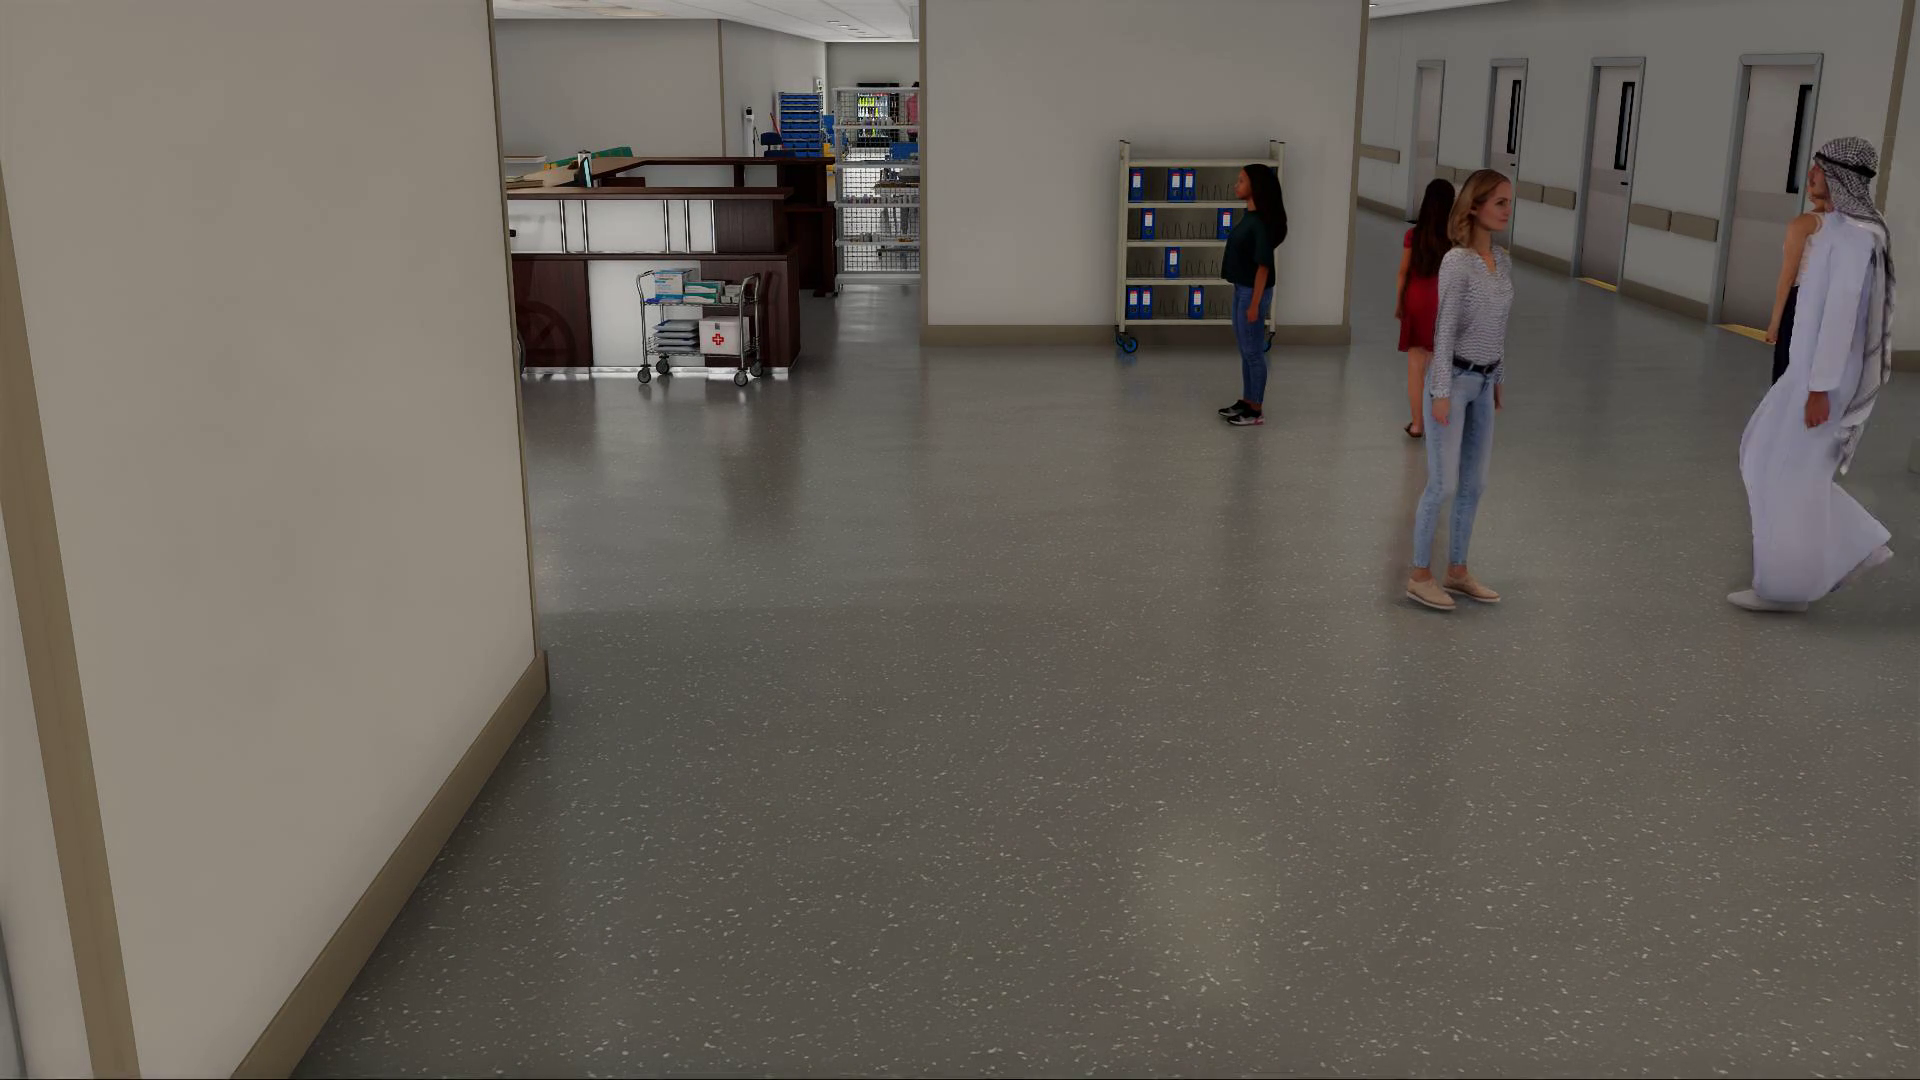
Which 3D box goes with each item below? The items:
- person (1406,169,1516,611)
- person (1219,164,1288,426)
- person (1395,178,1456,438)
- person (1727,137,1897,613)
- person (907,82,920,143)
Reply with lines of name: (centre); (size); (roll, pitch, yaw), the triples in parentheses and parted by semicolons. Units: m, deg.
person: (2.036, -0.598, 6.792); (0.670, 1.787, 0.752); (-12, 20, -36)
person: (1.838, -1.543, 10.461); (0.578, 1.617, 0.587); (0, 16, -1)
person: (2.820, -1.373, 10.034); (0.916, 1.520, 0.713); (3, 16, 11)
person: (3.551, -0.617, 6.630); (0.973, 1.912, 0.871); (6, 17, 21)
person: (-0.900, -8.481, 34.453); (0.750, 1.951, 0.801); (6, 17, 20)
